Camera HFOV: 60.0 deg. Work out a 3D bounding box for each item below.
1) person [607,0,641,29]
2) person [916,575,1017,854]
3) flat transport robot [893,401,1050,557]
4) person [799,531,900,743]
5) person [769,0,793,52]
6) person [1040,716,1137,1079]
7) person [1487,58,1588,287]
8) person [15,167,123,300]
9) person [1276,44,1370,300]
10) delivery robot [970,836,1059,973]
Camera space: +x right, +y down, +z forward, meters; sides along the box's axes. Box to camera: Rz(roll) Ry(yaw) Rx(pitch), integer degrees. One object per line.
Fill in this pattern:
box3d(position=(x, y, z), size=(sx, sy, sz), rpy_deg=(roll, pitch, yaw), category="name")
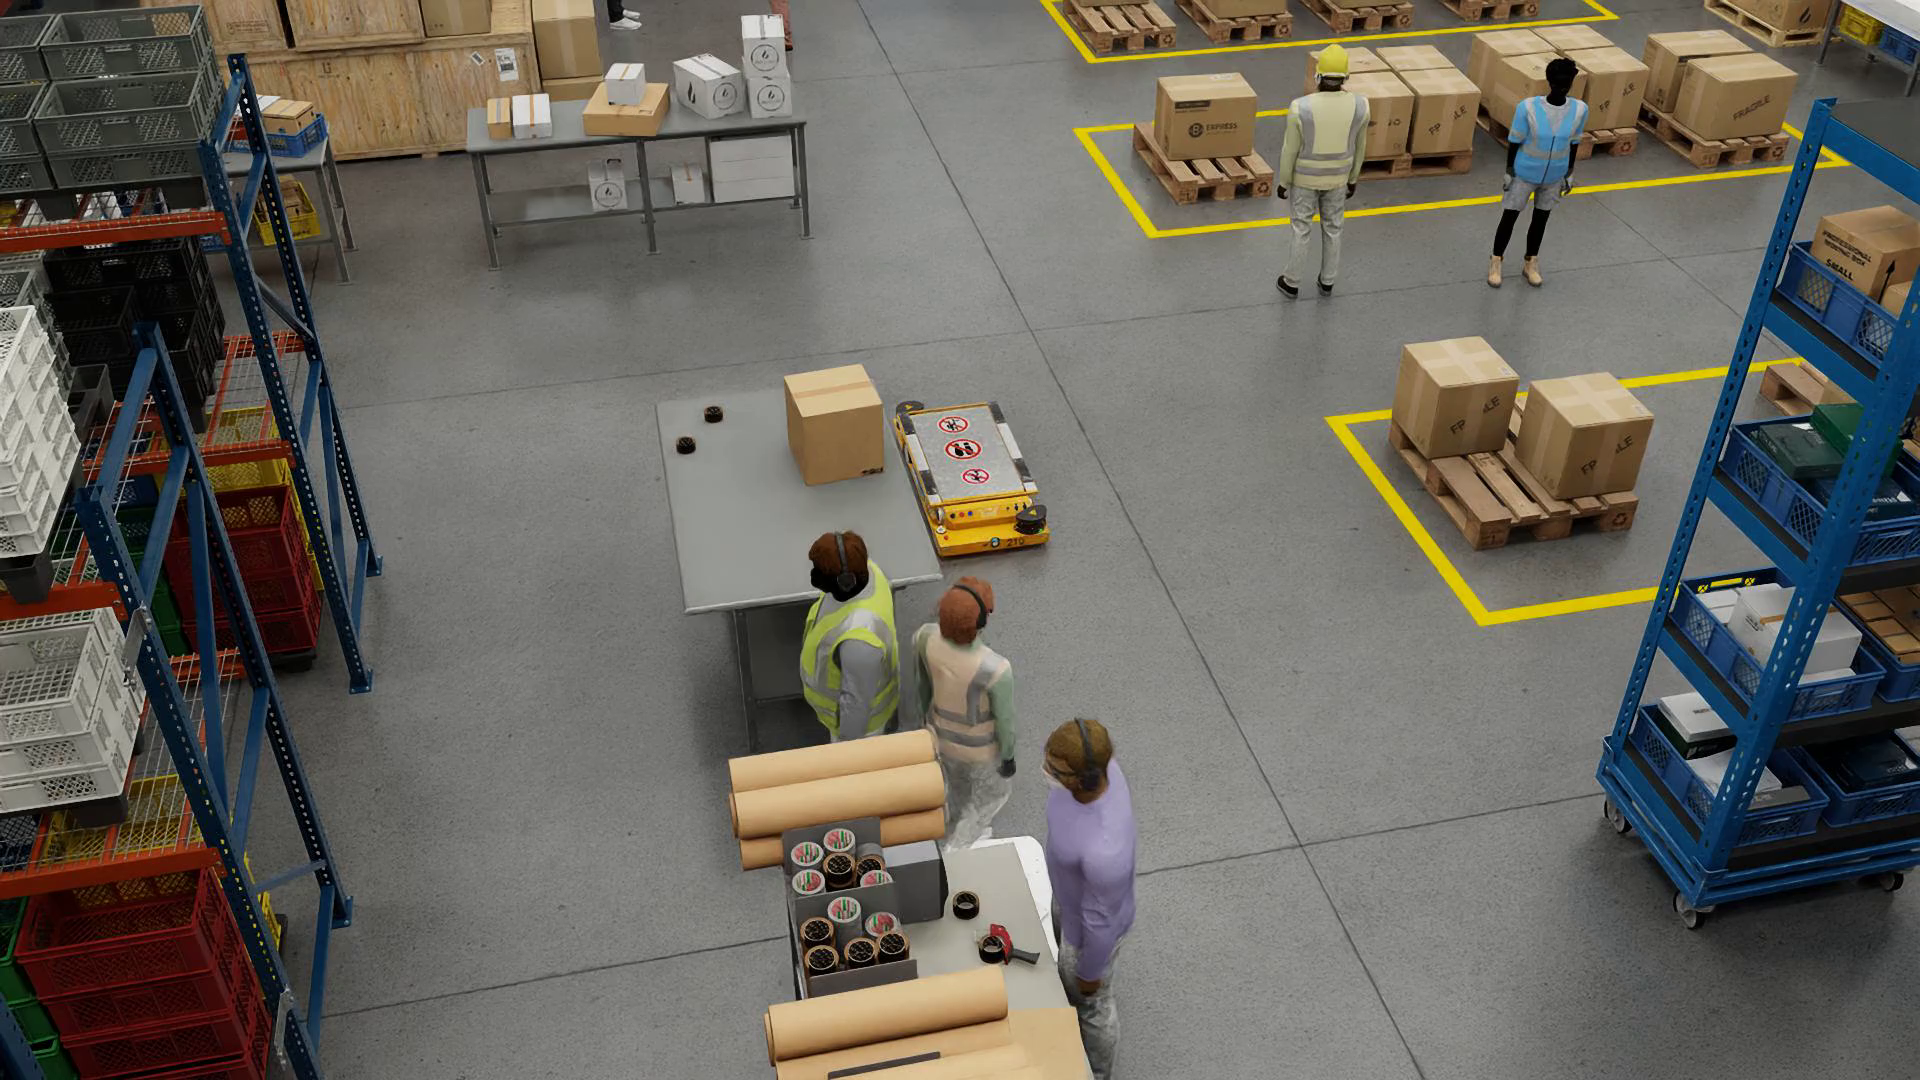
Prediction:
box3d(position=(-3.407, -5.964, 16.187), size=(0.391, 1.910, 0.583), rpy_deg=(-5, 37, -7), category="person")
box3d(position=(0.005, 0.866, 7.235), size=(0.533, 1.622, 0.445), rpy_deg=(27, 45, 32), category="person")
box3d(position=(0.046, -0.430, 10.108), size=(0.652, 0.197, 1.431), rpy_deg=(-8, 37, -10), category="flat transport robot")
box3d(position=(-0.475, 0.715, 7.270), size=(0.429, 1.841, 0.633), rpy_deg=(-2, 37, -2), category="person")
box3d(position=(-1.819, -5.579, 15.682), size=(0.396, 1.901, 0.651), rpy_deg=(-6, 37, -8), category="person")
box3d(position=(0.466, 1.401, 6.274), size=(0.382, 1.930, 0.628), rpy_deg=(-2, 37, -3), category="person")
box3d(position=(4.120, -2.608, 11.847), size=(0.531, 1.698, 0.320), rpy_deg=(0, 37, 0), category="person")
box3d(position=(-5.649, -1.865, 10.696), size=(0.587, 1.881, 0.341), rpy_deg=(-28, 45, -32), category="person")
box3d(position=(2.517, -2.565, 11.678), size=(0.591, 1.834, 0.404), rpy_deg=(-3, 37, -4), category="person")
box3d(position=(0.234, 1.591, 7.081), size=(0.477, 0.478, 0.707), rpy_deg=(-5, 37, -6), category="delivery robot")
